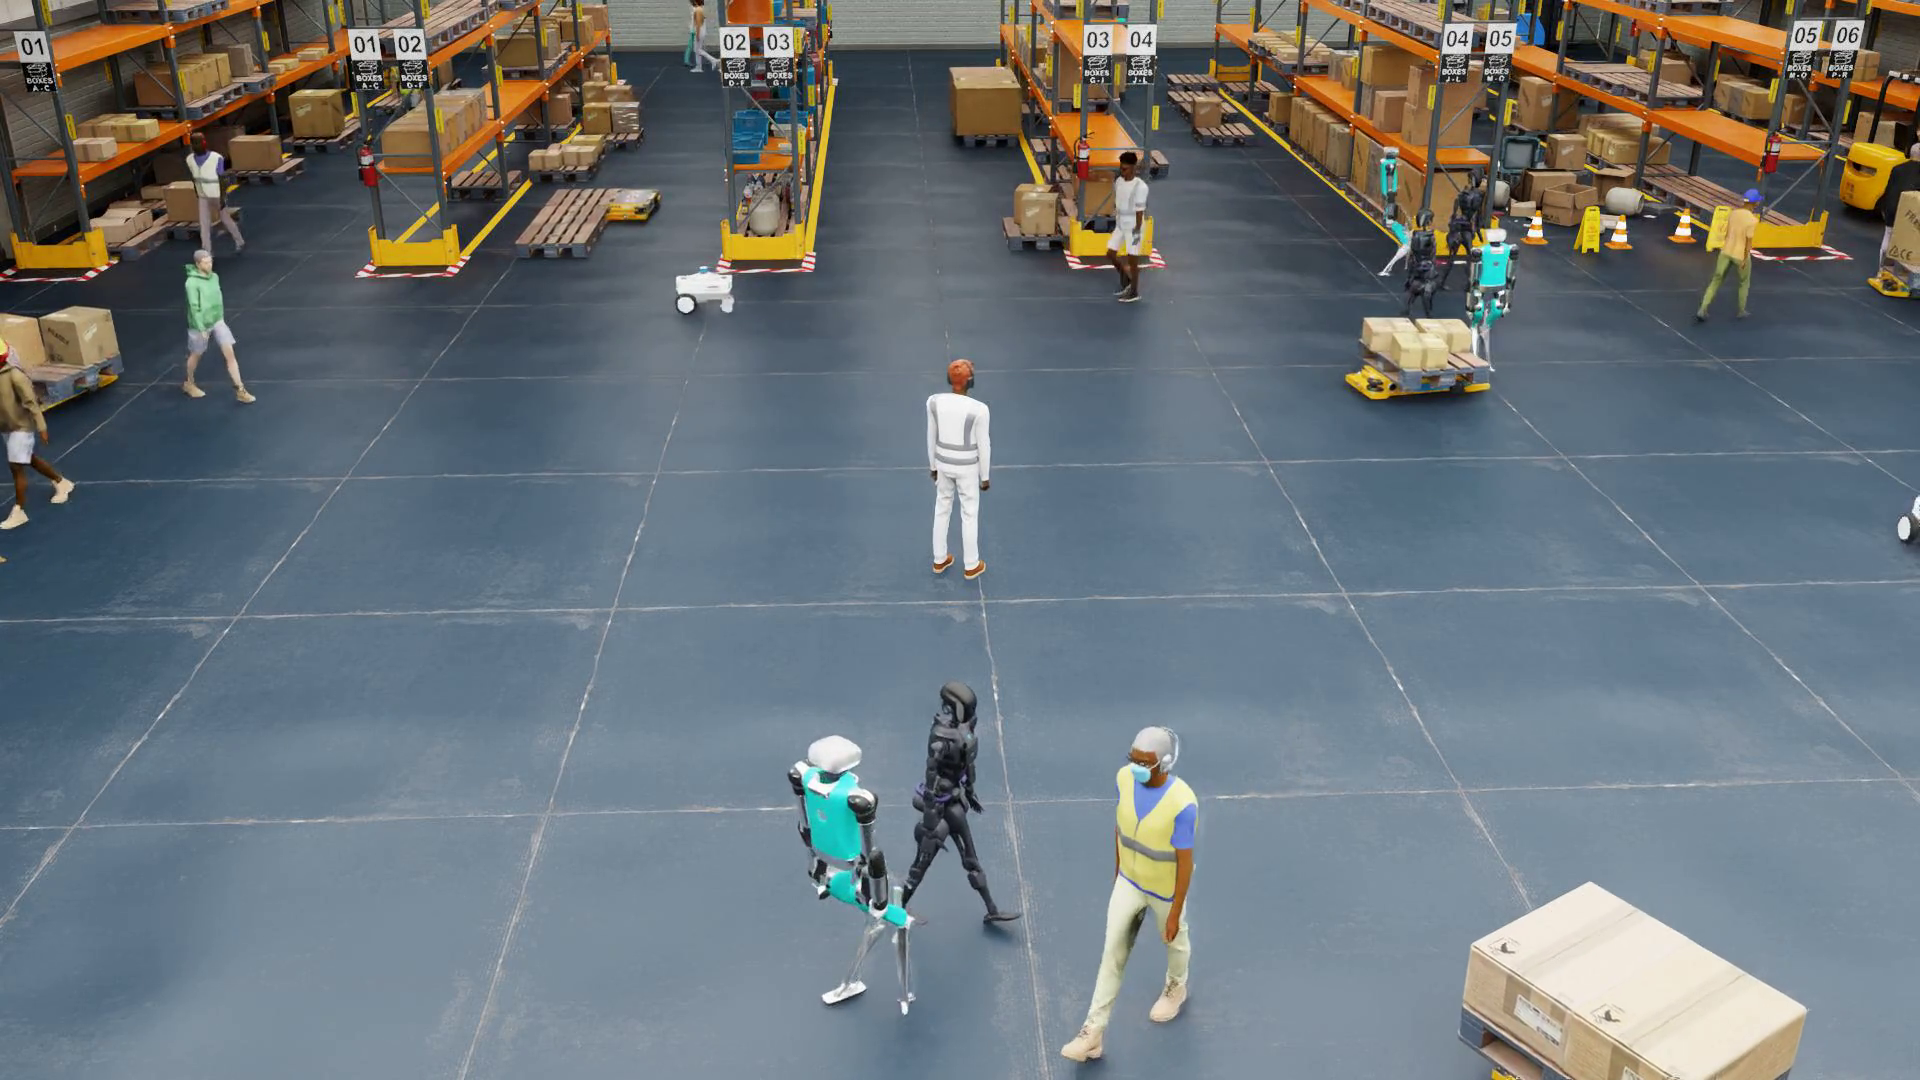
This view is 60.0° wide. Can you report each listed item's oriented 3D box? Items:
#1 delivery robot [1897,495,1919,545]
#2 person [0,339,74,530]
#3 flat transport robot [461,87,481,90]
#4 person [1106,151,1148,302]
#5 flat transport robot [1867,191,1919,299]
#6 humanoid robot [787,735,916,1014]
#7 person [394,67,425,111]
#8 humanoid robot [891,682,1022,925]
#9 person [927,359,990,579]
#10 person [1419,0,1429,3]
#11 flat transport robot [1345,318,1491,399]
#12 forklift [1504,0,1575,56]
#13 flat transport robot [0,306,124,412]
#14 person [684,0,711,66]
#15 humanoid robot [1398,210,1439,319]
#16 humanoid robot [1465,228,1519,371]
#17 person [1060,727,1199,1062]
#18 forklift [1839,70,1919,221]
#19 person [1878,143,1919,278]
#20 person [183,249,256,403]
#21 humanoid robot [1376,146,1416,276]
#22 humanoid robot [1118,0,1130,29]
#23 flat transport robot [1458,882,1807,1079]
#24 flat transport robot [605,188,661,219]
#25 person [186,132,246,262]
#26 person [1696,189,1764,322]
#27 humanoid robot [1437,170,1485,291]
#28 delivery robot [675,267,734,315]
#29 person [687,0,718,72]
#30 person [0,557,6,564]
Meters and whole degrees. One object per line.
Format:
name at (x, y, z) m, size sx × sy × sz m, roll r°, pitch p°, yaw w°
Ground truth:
delivery robot at (8.539, -0.118, 14.392) m, size 0.499 × 0.599 × 0.774 m, roll 1°, pitch 24°, yaw 3°
person at (-8.493, -1.037, 15.023) m, size 0.591 × 1.725 × 0.863 m, roll 9°, pitch 25°, yaw 19°
flat transport robot at (-10.563, -9.596, 36.033) m, size 0.659 × 0.231 × 1.431 m, roll 0°, pitch 24°, yaw -1°
person at (2.156, -4.039, 21.489) m, size 0.436 × 1.950 × 0.617 m, roll -17°, pitch 29°, yaw -33°
flat transport robot at (12.921, -3.378, 22.062) m, size 1.431 × 0.231 × 0.659 m, roll 4°, pitch 24°, yaw 8°
humanoid robot at (-0.472, 1.741, 8.769) m, size 0.530 × 1.789 × 0.793 m, roll 17°, pitch 29°, yaw 34°
person at (-10.697, -8.706, 32.314) m, size 0.528 × 1.660 × 0.842 m, roll 1°, pitch 24°, yaw 3°
humanoid robot at (-0.051, 1.512, 9.386) m, size 0.777 × 1.622 × 0.612 m, roll 11°, pitch 26°, yaw 23°
person at (-0.012, -0.588, 13.827) m, size 0.567 × 1.876 × 0.345 m, roll 11°, pitch 26°, yaw 24°
person at (11.661, -12.996, 41.796) m, size 0.394 × 1.796 × 0.595 m, roll -6°, pitch 25°, yaw -13°
flat transport robot at (5.097, -1.796, 18.508) m, size 1.431 × 0.231 × 0.659 m, roll -5°, pitch 25°, yaw -12°
forklift at (14.700, -13.805, 42.301) m, size 1.873 × 2.768 × 1.129 m, roll -1°, pitch 24°, yaw -2°
flat transport robot at (-9.965, -1.633, 18.141) m, size 0.659 × 0.231 × 1.431 m, roll 6°, pitch 25°, yaw 12°
person at (-6.421, -12.493, 40.773) m, size 0.881 × 1.697 × 0.534 m, roll -6°, pitch 25°, yaw -13°
humanoid robot at (5.474, -3.098, 19.749) m, size 0.733 × 1.634 × 0.601 m, roll -6°, pitch 25°, yaw -13°
humanoid robot at (5.883, -2.682, 18.719) m, size 0.607 × 1.789 × 0.839 m, roll -1°, pitch 24°, yaw -1°
person at (0.930, 1.807, 8.467) m, size 0.540 × 1.840 × 0.998 m, roll 19°, pitch 30°, yaw 36°
forklift at (15.132, -6.143, 25.915) m, size 2.313 × 2.155 × 1.214 m, roll -1°, pitch 24°, yaw -2°
person at (12.757, -4.436, 22.502) m, size 0.436 × 1.843 × 0.577 m, roll -22°, pitch 32°, yaw -40°
person at (-8.143, -2.323, 17.937) m, size 0.907 × 1.690 × 0.467 m, roll 12°, pitch 26°, yaw 24°
humanoid robot at (6.097, -4.458, 22.786) m, size 0.818 × 1.834 × 0.548 m, roll 4°, pitch 24°, yaw 8°
humanoid robot at (3.625, -12.048, 39.839) m, size 0.551 × 1.861 × 0.821 m, roll -16°, pitch 29°, yaw -32°
flat transport robot at (3.311, 2.716, 8.370) m, size 1.431 × 0.231 × 0.659 m, roll -15°, pitch 28°, yaw -31°
flat transport robot at (-5.208, -5.353, 26.501) m, size 0.659 × 0.231 × 1.431 m, roll 0°, pitch 24°, yaw 0°
person at (-10.570, -4.859, 23.493) m, size 0.563 × 1.807 × 0.928 m, roll 3°, pitch 24°, yaw 7°
person at (9.627, -3.540, 20.706) m, size 0.916 × 1.669 × 0.432 m, roll -16°, pitch 29°, yaw -32°
humanoid robot at (6.642, -4.062, 21.879) m, size 0.600 × 1.635 × 0.588 m, roll -14°, pitch 27°, yaw -28°
delivery robot at (-3.293, -3.195, 21.317) m, size 0.812 × 0.609 × 0.499 m, roll -2°, pitch 24°, yaw -4°
person at (-6.182, -12.109, 39.764) m, size 0.627 × 1.833 × 0.527 m, roll 1°, pitch 24°, yaw 2°
person at (-8.364, -0.583, 13.798) m, size 0.403 × 1.886 × 0.581 m, roll 1°, pitch 24°, yaw 2°
